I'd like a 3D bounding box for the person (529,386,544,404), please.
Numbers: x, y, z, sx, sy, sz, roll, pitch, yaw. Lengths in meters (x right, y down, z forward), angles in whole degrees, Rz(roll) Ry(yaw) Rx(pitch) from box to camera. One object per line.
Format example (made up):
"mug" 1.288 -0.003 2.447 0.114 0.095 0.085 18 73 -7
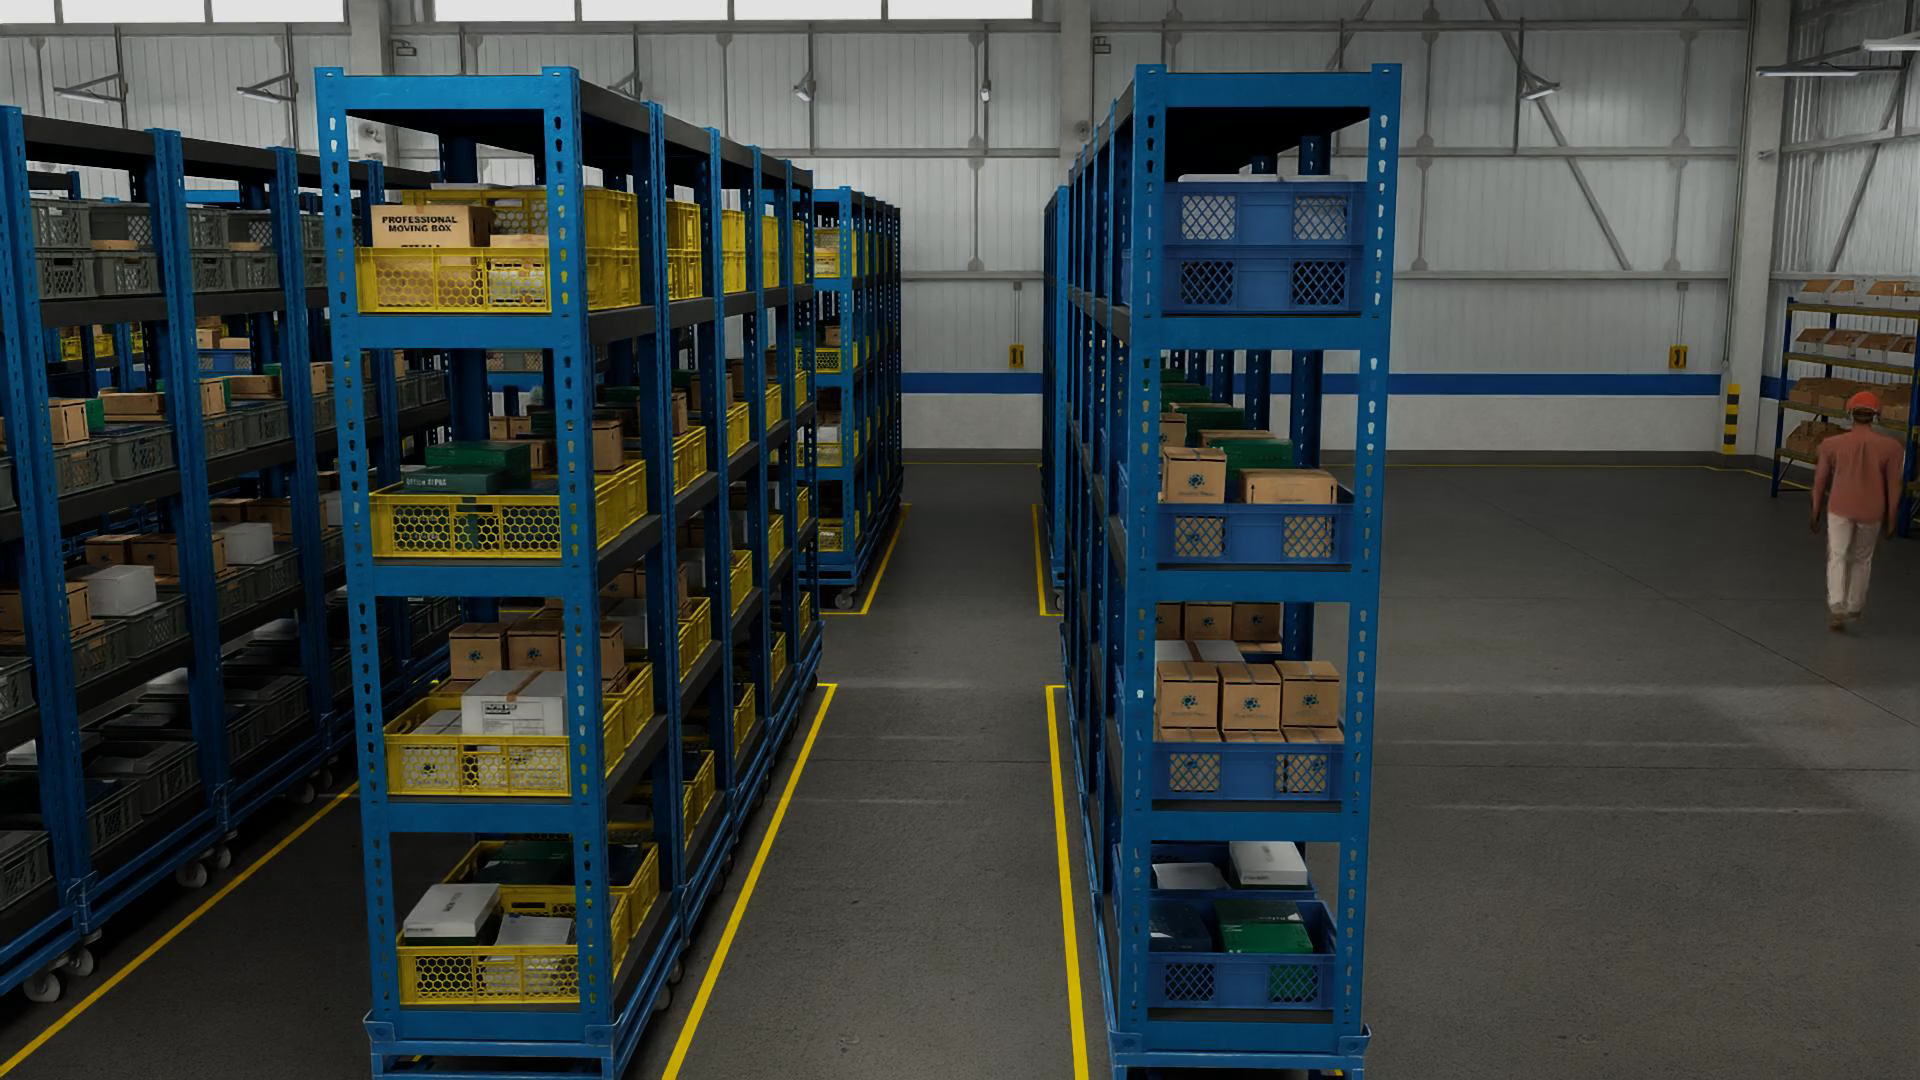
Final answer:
"person" -5.790 -1.750 22.781 0.715 1.809 0.628 -1 10 -8

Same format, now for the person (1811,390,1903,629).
"person" 7.305 -0.243 13.581 0.642 1.959 0.870 4 11 25
